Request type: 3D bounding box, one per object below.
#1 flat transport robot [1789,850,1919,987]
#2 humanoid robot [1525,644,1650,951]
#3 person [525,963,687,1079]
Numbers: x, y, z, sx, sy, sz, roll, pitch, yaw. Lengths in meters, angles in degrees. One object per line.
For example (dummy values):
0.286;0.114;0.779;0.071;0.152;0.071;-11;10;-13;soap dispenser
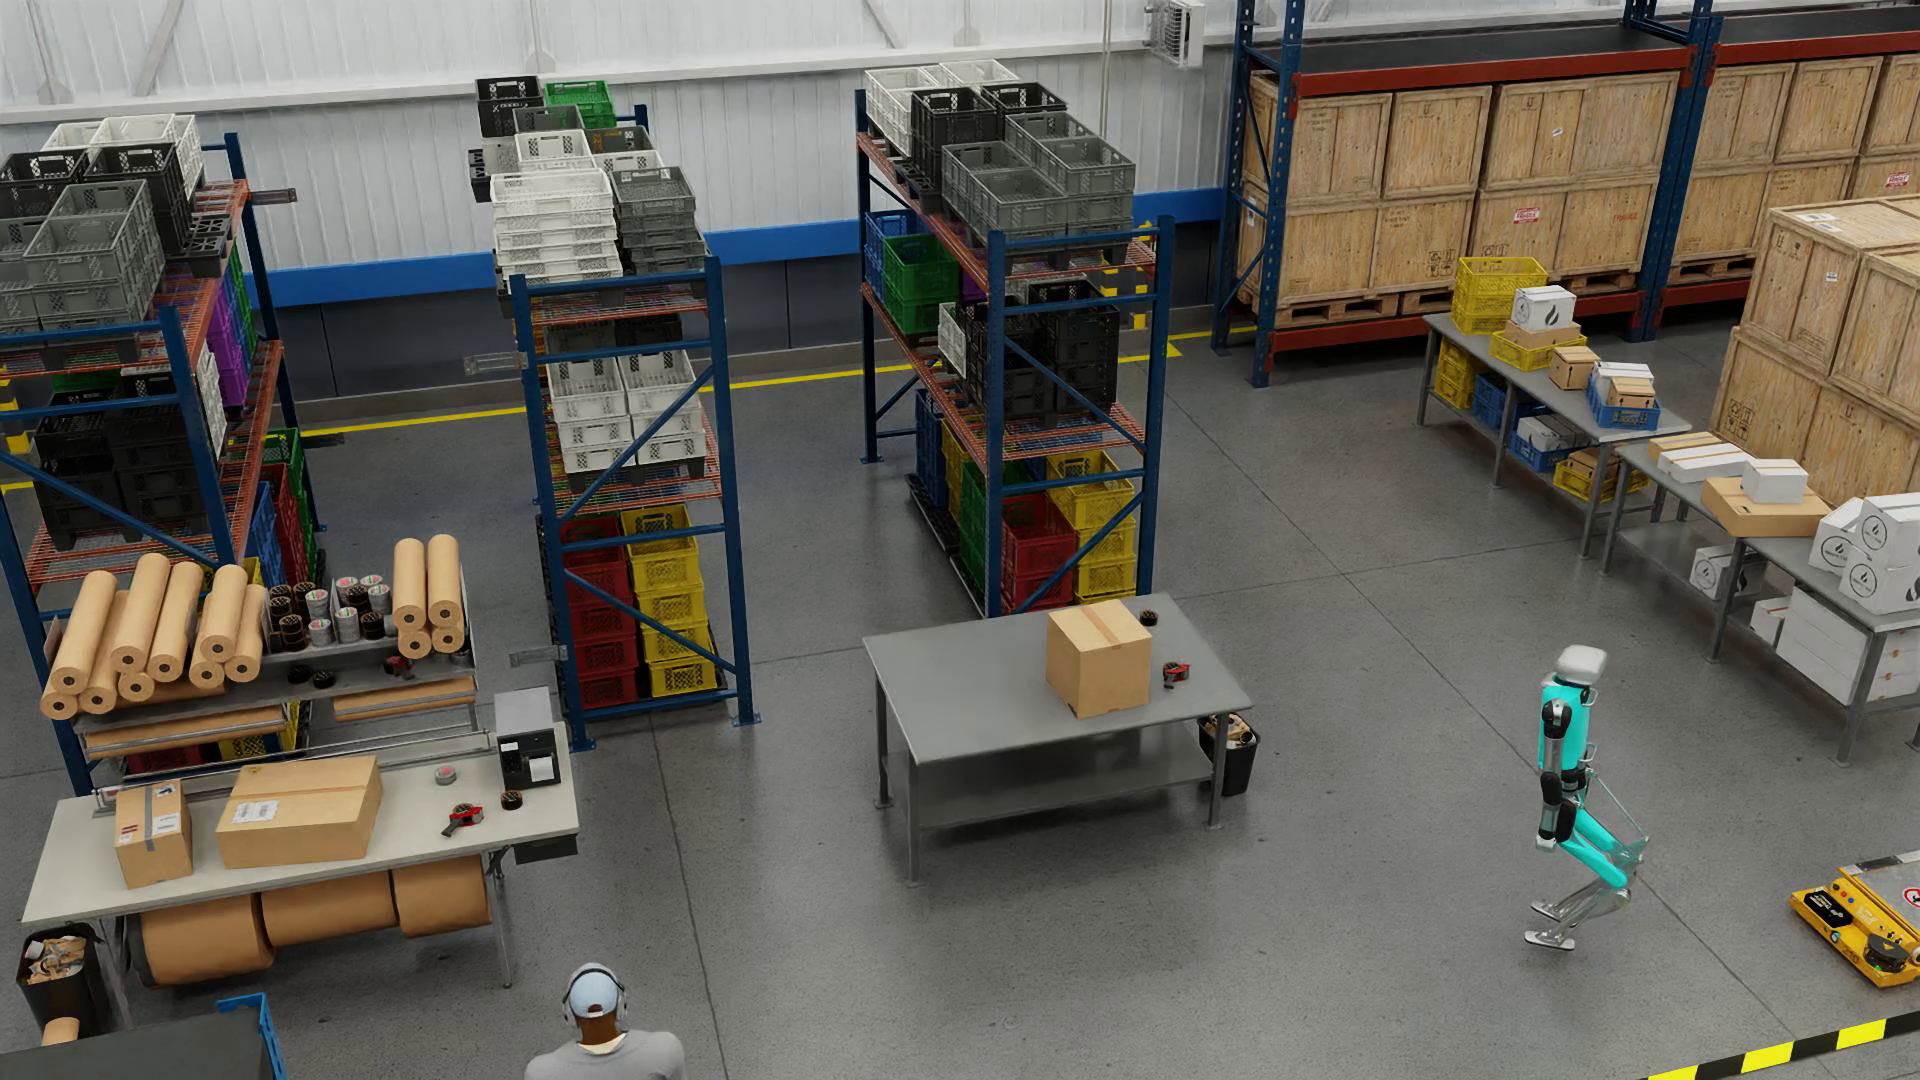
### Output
5.163;1.916;8.676;1.431;0.231;0.659;-8;30;-14;flat transport robot
3.114;1.311;8.118;0.735;1.671;0.533;15;32;26;humanoid robot
-1.289;2.324;6.294;0.586;1.848;0.392;-8;30;-15;person
